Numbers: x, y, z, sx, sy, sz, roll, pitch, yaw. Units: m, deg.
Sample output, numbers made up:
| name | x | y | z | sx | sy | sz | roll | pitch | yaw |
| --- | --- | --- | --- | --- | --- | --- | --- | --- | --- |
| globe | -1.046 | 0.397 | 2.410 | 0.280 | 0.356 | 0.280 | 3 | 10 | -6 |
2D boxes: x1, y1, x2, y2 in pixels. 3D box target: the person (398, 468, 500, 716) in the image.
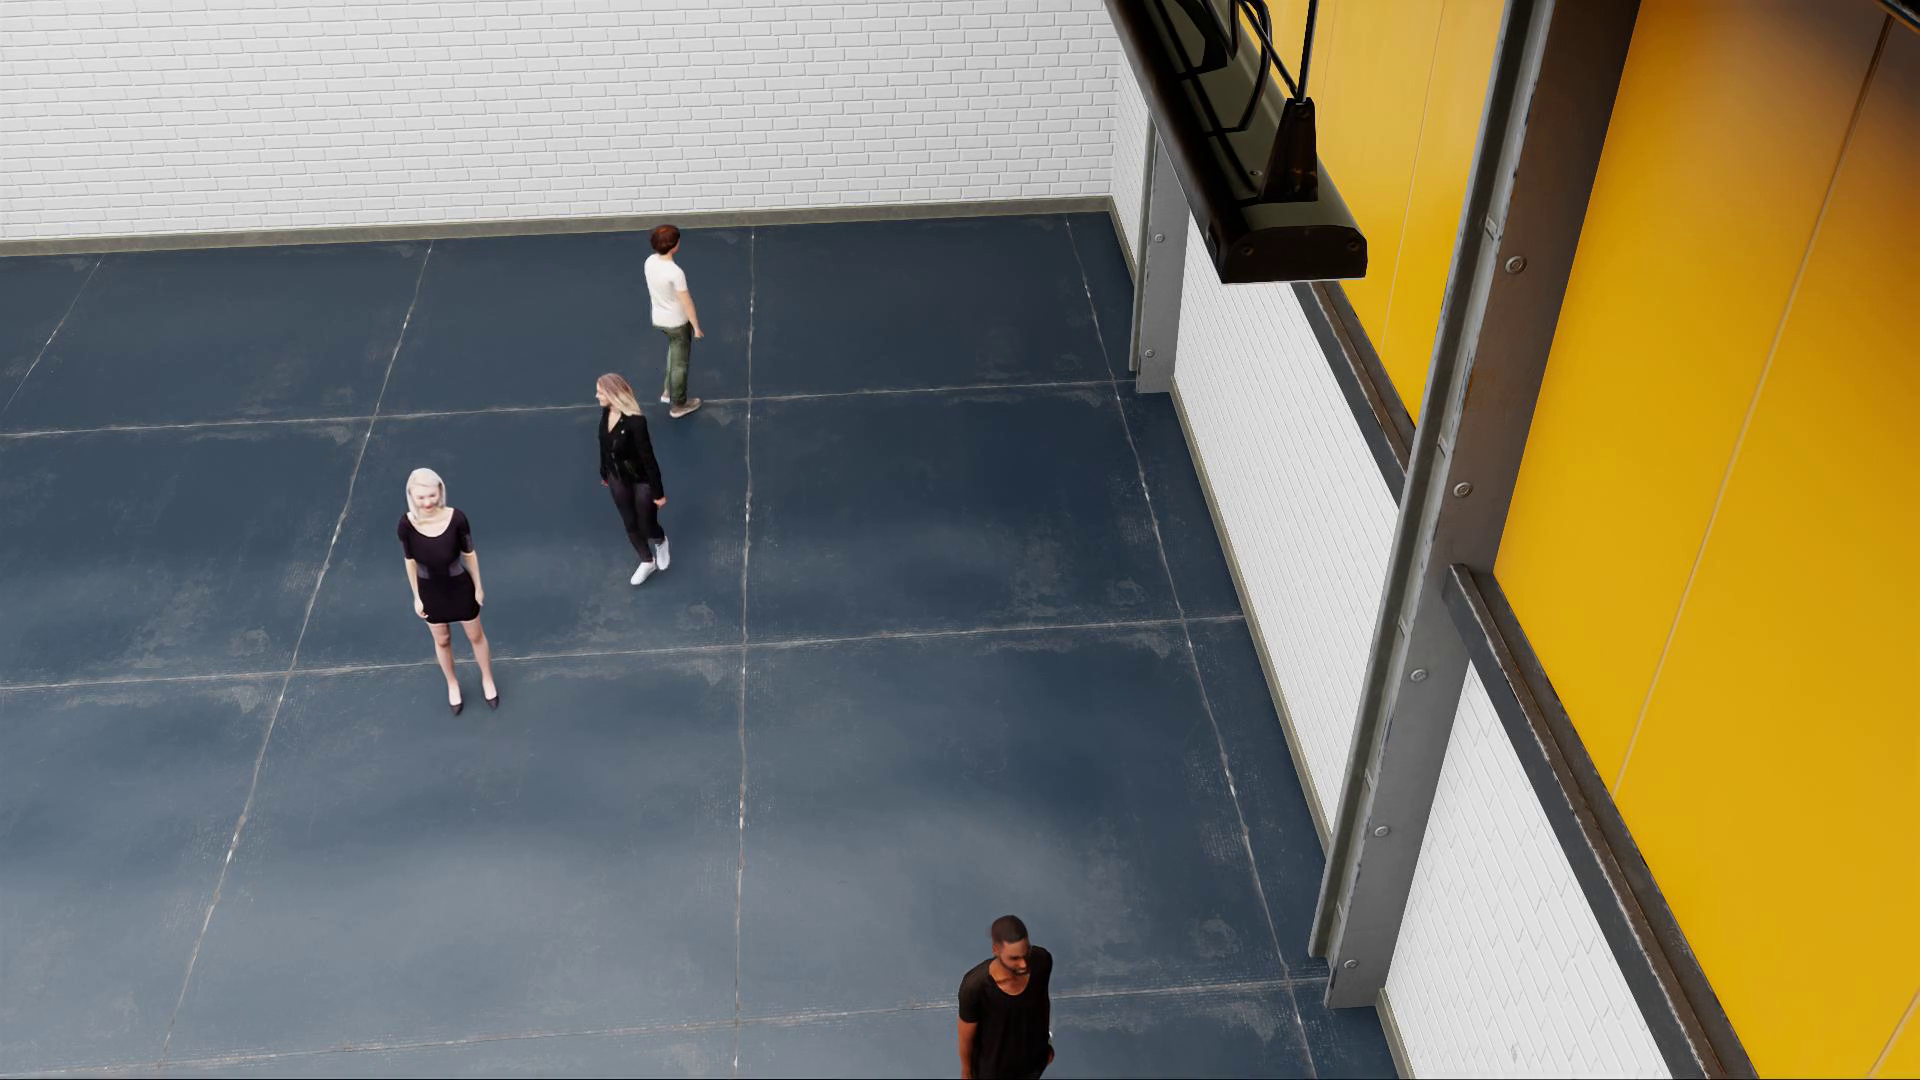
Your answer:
| name | x | y | z | sx | sy | sz | roll | pitch | yaw |
| --- | --- | --- | --- | --- | --- | --- | --- | --- | --- |
| person | -3.163 | 0.312 | 10.257 | 0.609 | 1.832 | 0.548 | -11 | 40 | -13 |

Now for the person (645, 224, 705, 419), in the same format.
| name | x | y | z | sx | sy | sz | roll | pitch | yaw |
| --- | --- | --- | --- | --- | --- | --- | --- | --- | --- |
| person | -2.284 | -1.655 | 12.870 | 0.712 | 1.644 | 0.775 | 30 | 47 | 32 |

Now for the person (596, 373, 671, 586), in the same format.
| name | x | y | z | sx | sy | sz | roll | pitch | yaw |
| --- | --- | --- | --- | --- | --- | --- | --- | --- | --- |
| person | -2.199 | -0.452 | 11.345 | 0.826 | 1.667 | 0.852 | 20 | 43 | 23 |

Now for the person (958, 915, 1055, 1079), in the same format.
| name | x | y | z | sx | sy | sz | roll | pitch | yaw |
| --- | --- | --- | --- | --- | --- | --- | --- | --- | --- |
| person | 0.218 | 2.355 | 7.719 | 0.717 | 1.805 | 0.679 | -19 | 42 | -22 |
